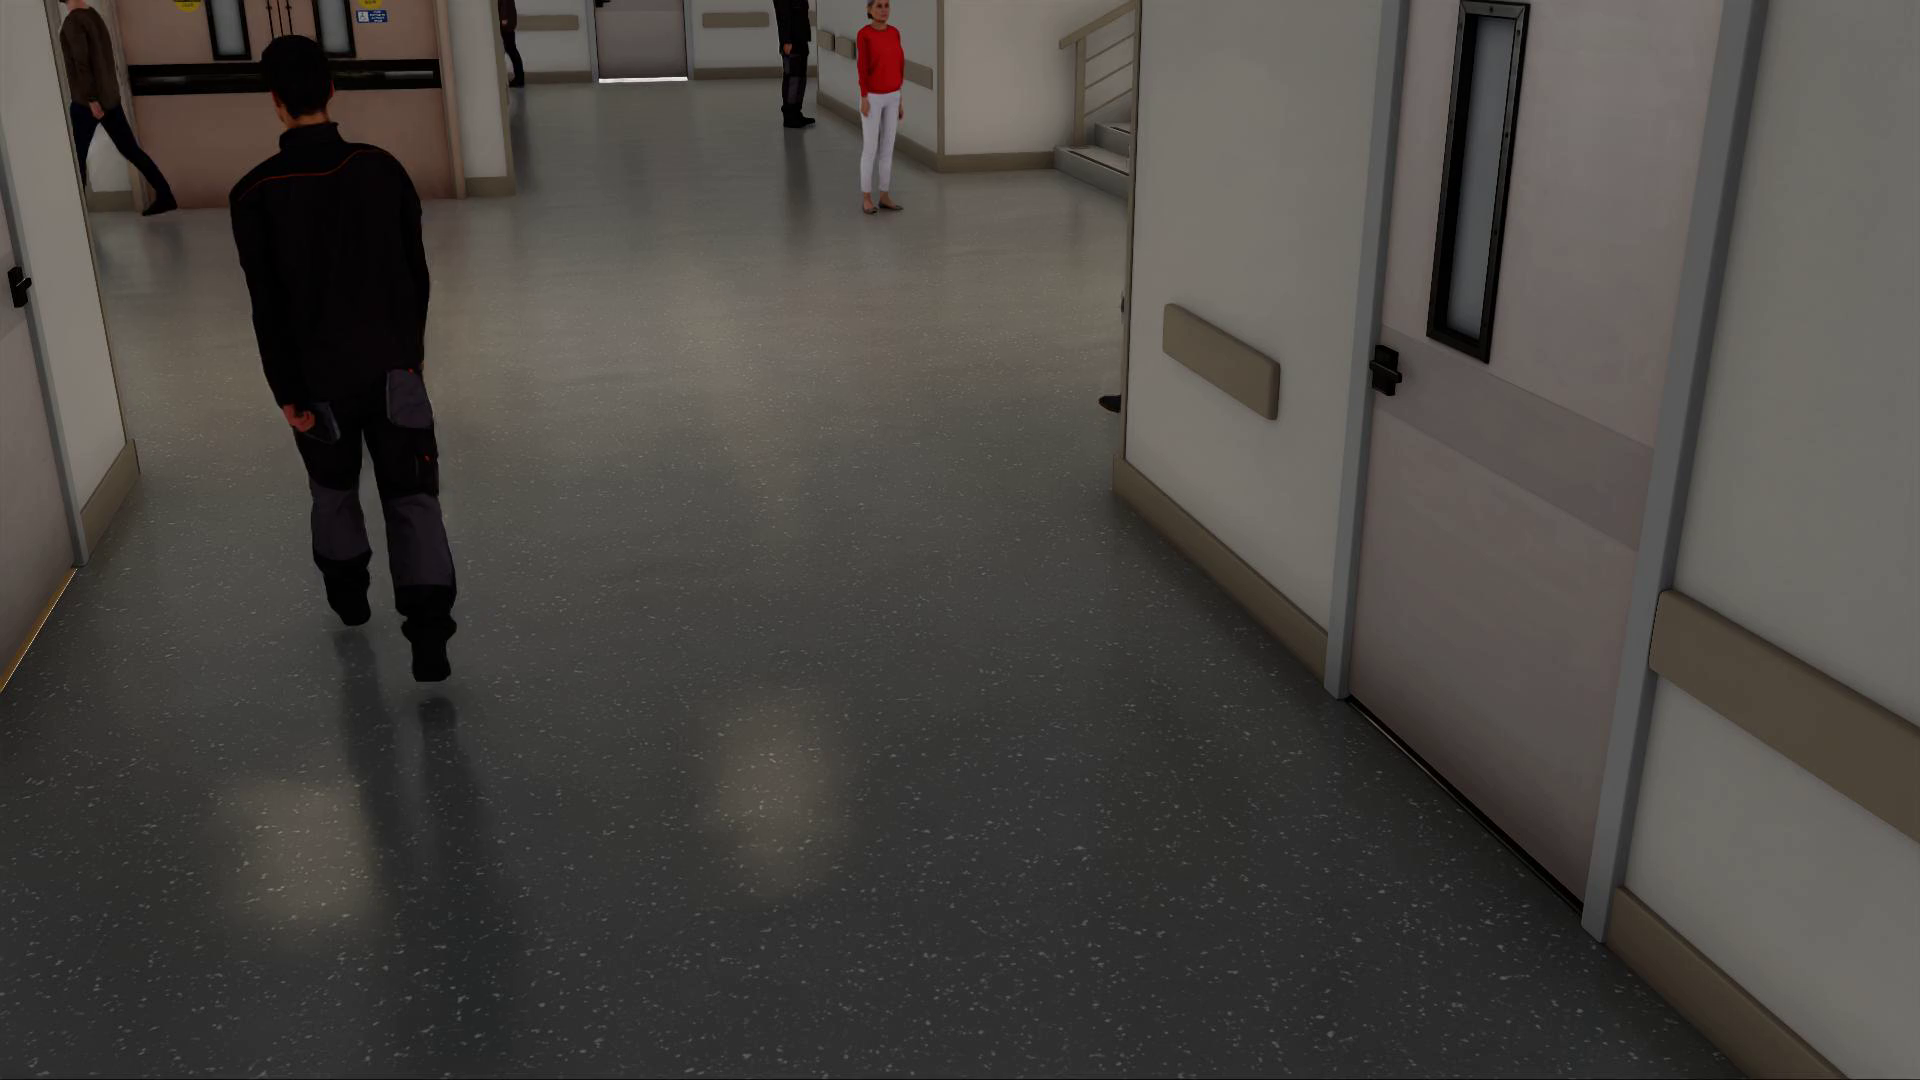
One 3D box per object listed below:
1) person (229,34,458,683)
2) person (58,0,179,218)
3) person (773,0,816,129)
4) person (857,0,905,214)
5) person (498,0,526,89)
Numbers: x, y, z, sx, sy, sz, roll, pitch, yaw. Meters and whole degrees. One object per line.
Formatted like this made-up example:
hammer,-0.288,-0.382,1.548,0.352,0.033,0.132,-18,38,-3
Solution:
person,-1.767,-0.467,4.952,1.265,1.883,0.939,-11,23,-26
person,-6.383,-3.295,12.474,1.244,1.844,0.846,-1,21,-2
person,-1.839,-5.530,18.348,0.830,1.862,0.861,5,21,13
person,-0.629,-3.446,13.086,0.572,1.693,0.684,-14,25,-33
person,-6.002,-6.964,22.187,0.775,1.825,0.783,-3,21,-7
